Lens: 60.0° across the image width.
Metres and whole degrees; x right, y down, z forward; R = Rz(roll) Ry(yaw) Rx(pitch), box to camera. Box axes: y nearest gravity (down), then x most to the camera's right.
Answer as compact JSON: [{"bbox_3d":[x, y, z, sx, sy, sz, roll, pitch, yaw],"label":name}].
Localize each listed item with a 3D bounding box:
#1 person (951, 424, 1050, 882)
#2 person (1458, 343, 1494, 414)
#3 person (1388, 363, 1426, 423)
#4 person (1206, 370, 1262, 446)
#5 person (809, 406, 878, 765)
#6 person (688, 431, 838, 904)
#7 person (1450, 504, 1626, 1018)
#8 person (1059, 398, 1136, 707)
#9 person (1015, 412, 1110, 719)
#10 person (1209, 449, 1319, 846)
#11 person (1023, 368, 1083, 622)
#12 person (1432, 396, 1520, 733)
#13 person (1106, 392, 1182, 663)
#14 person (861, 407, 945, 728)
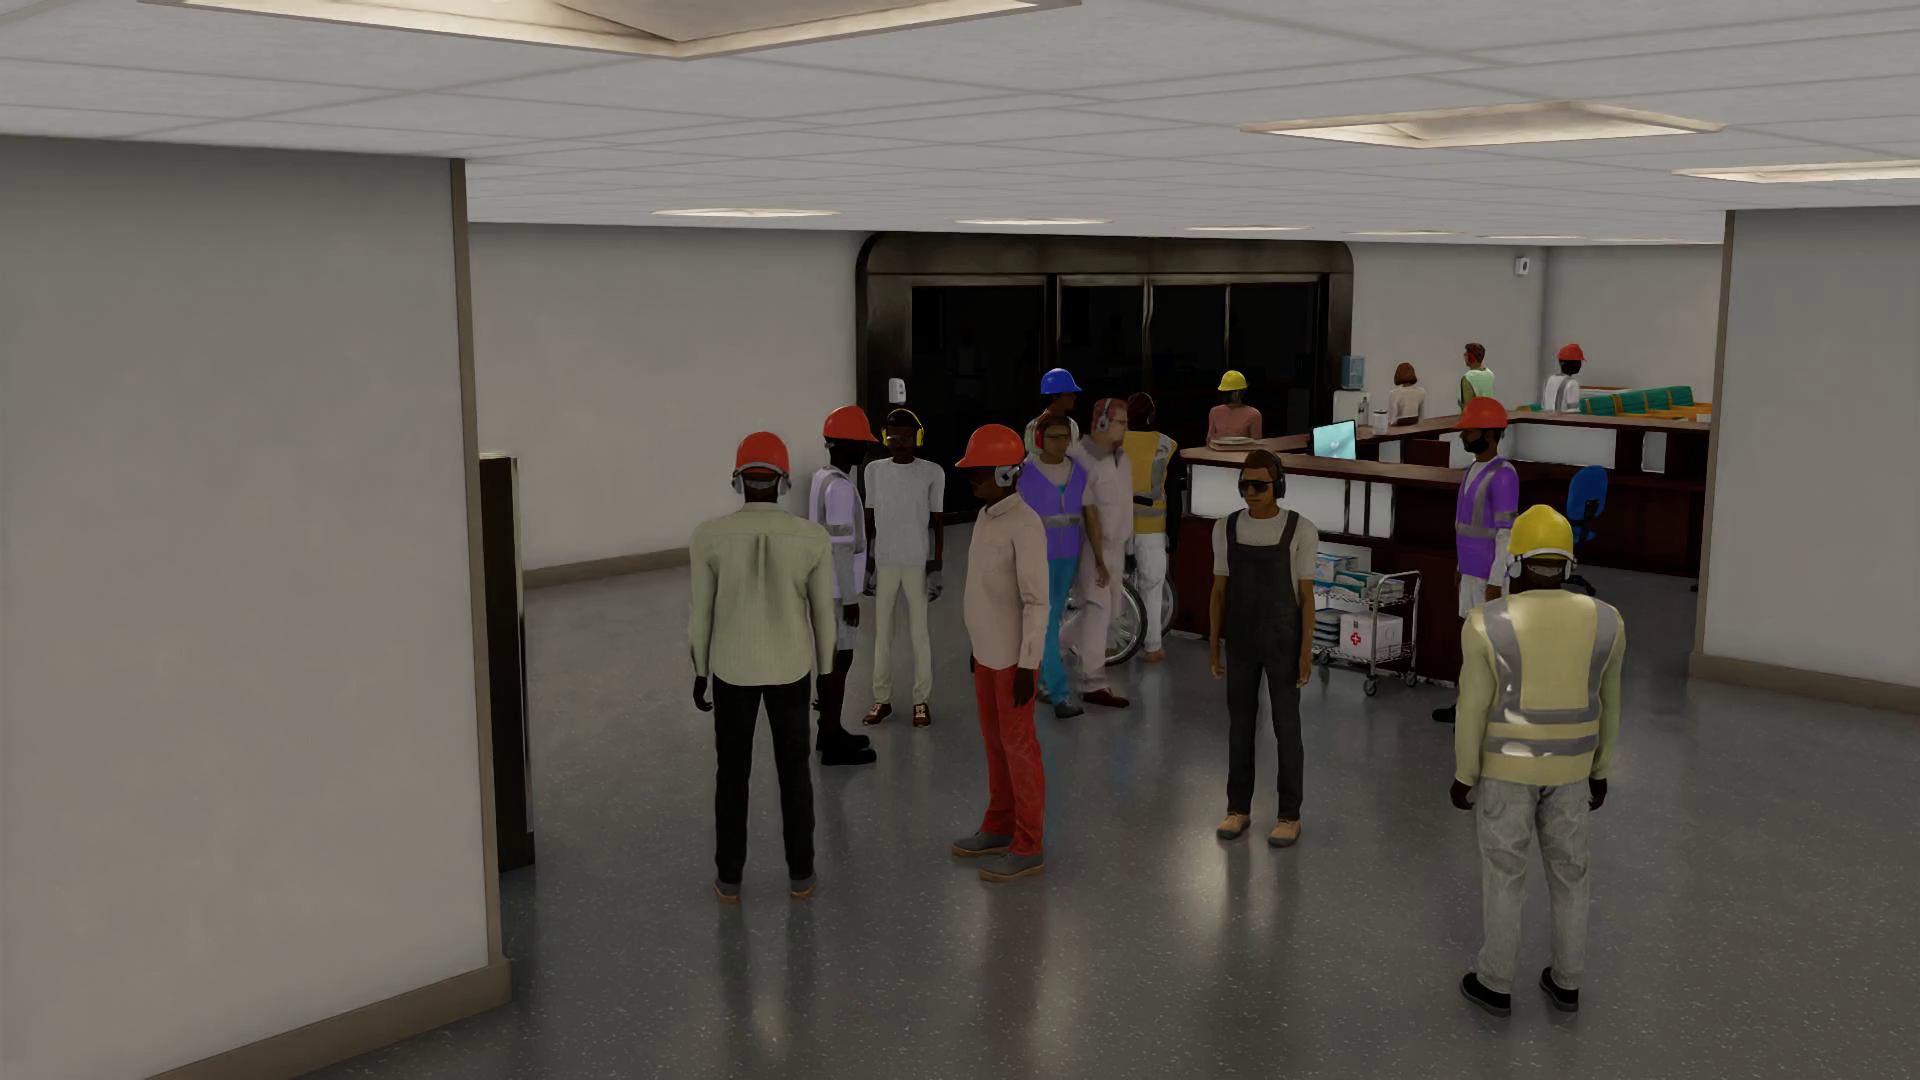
[{"bbox_3d":[0.174,0.485,7.272,0.396,1.991,0.623,-3,10,-20],"label":"person"},{"bbox_3d":[5.678,-1.249,18.362,0.390,1.846,0.564,9,13,42],"label":"person"},{"bbox_3d":[4.898,-1.136,18.323,0.498,1.633,0.284,-4,10,-25],"label":"person"},{"bbox_3d":[2.426,-0.629,14.822,0.524,1.764,0.329,6,11,33],"label":"person"},{"bbox_3d":[-0.625,0.241,8.985,0.389,1.928,0.550,-2,9,-13],"label":"person"},{"bbox_3d":[-0.831,0.535,7.023,0.623,1.985,0.425,-2,9,-10],"label":"person"},{"bbox_3d":[2.030,0.787,5.920,0.592,1.832,0.404,-1,9,-4],"label":"person"},{"bbox_3d":[0.790,0.050,10.309,0.722,1.876,0.661,6,11,33],"label":"person"},{"bbox_3d":[0.609,0.152,9.903,0.571,1.808,0.901,-6,11,-31],"label":"person"},{"bbox_3d":[1.394,0.493,7.715,0.508,1.842,0.352,5,10,28],"label":"person"},{"bbox_3d":[0.677,-0.257,11.954,0.379,1.951,0.606,6,11,31],"label":"person"},{"bbox_3d":[2.958,0.152,9.486,0.370,1.939,0.543,0,9,-3],"label":"person"},{"bbox_3d":[1.188,-0.079,11.242,0.627,1.835,0.429,2,10,14],"label":"person"},{"bbox_3d":[-0.341,0.163,9.655,0.508,1.864,0.329,2,9,10],"label":"person"}]
